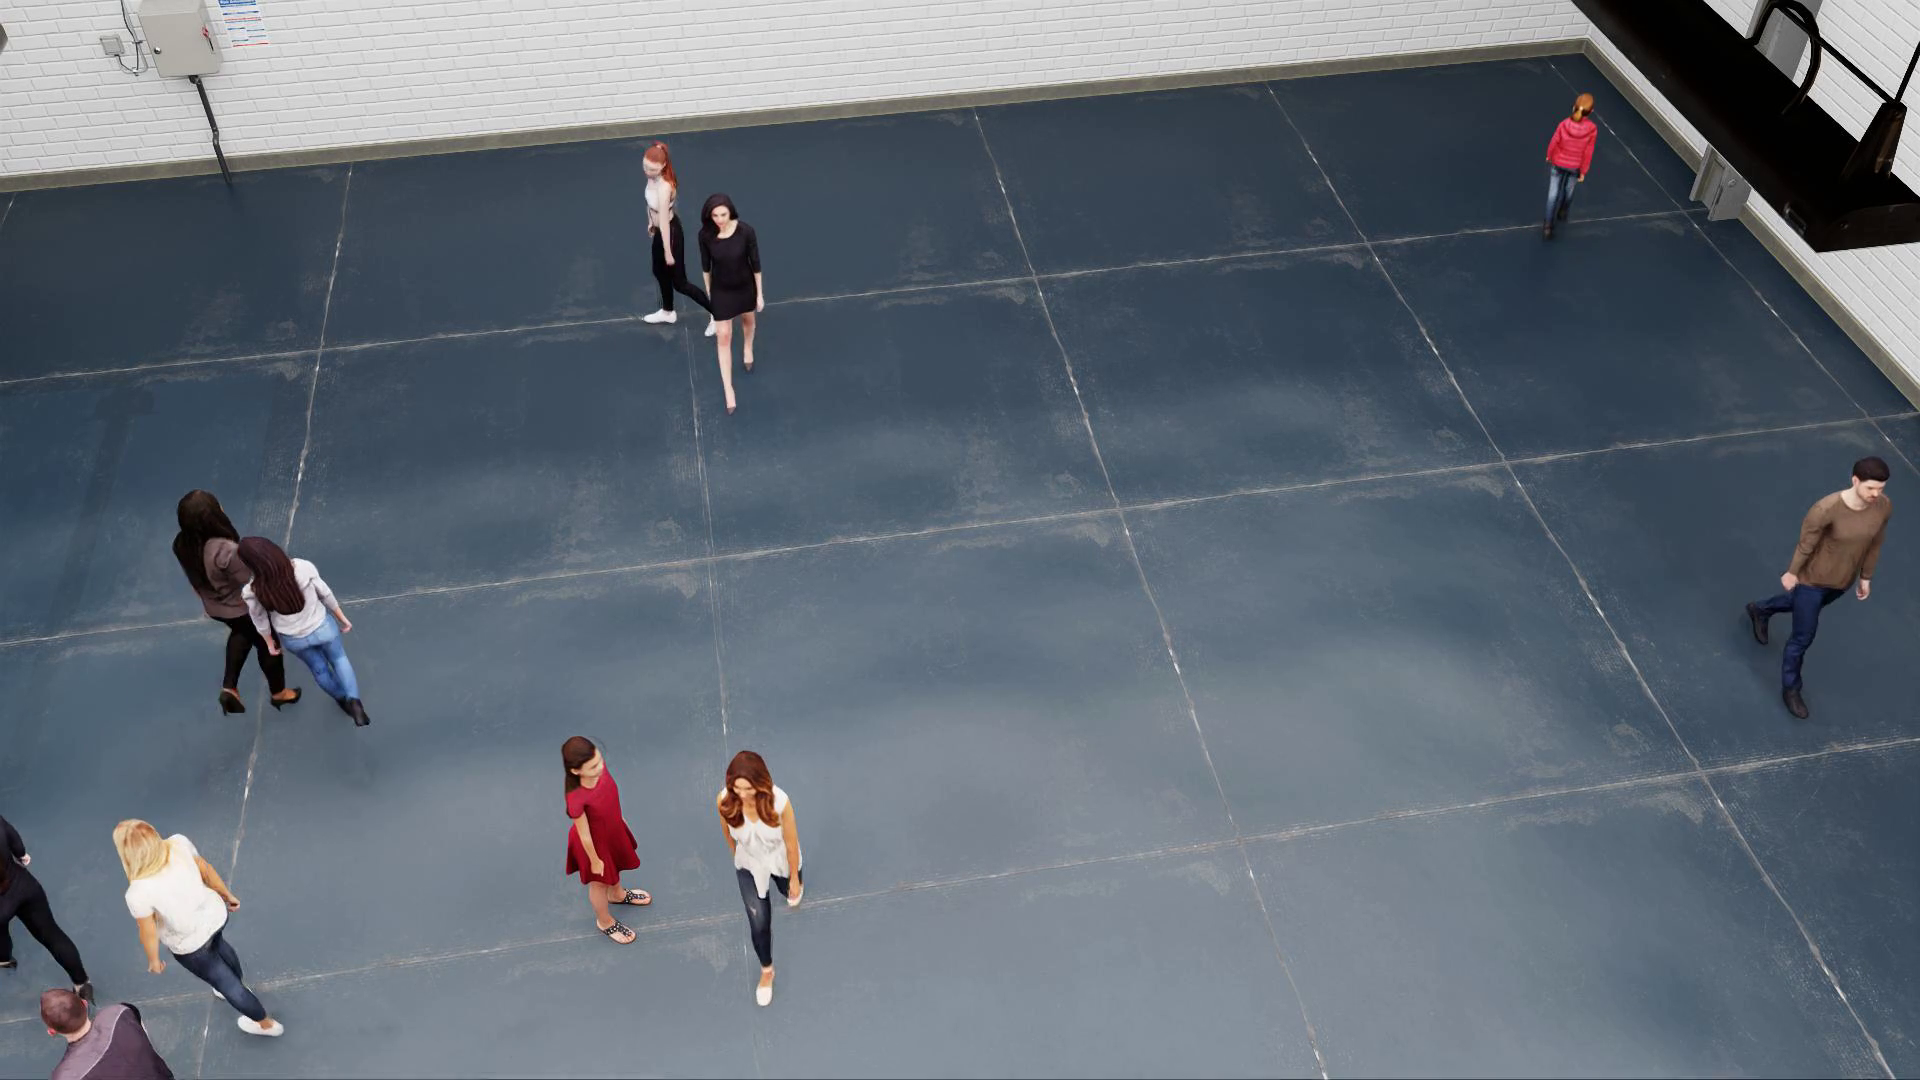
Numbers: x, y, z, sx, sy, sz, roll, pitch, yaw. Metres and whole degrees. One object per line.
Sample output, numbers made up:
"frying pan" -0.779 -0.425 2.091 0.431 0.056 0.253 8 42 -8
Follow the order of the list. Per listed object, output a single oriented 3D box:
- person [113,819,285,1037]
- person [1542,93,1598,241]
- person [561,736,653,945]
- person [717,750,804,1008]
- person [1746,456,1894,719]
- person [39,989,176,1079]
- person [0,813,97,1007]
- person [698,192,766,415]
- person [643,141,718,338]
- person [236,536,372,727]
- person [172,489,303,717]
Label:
"person" -3.815 2.014 8.519 0.879 1.796 0.823 11 45 12
"person" 5.230 -3.191 14.347 0.739 1.294 0.890 14 45 14
"person" -1.984 1.609 9.120 0.696 1.554 0.638 8 44 9
"person" -1.006 1.650 8.932 0.732 1.754 1.137 2 44 2
"person" 5.385 0.155 10.428 0.659 1.855 1.141 -8 44 -8
"person" -3.769 2.710 7.781 1.093 1.806 1.111 14 45 15
"person" -4.921 1.918 8.706 1.013 1.677 1.008 19 47 19
"person" -1.703 -1.920 12.676 0.643 1.759 1.095 -4 44 -4
"person" -2.275 -2.372 13.171 0.762 1.731 0.863 -2 44 -2
"person" -3.948 0.618 10.128 0.830 1.599 0.914 -18 46 -18
"person" -4.437 0.479 10.108 0.846 1.827 0.919 16 46 16
